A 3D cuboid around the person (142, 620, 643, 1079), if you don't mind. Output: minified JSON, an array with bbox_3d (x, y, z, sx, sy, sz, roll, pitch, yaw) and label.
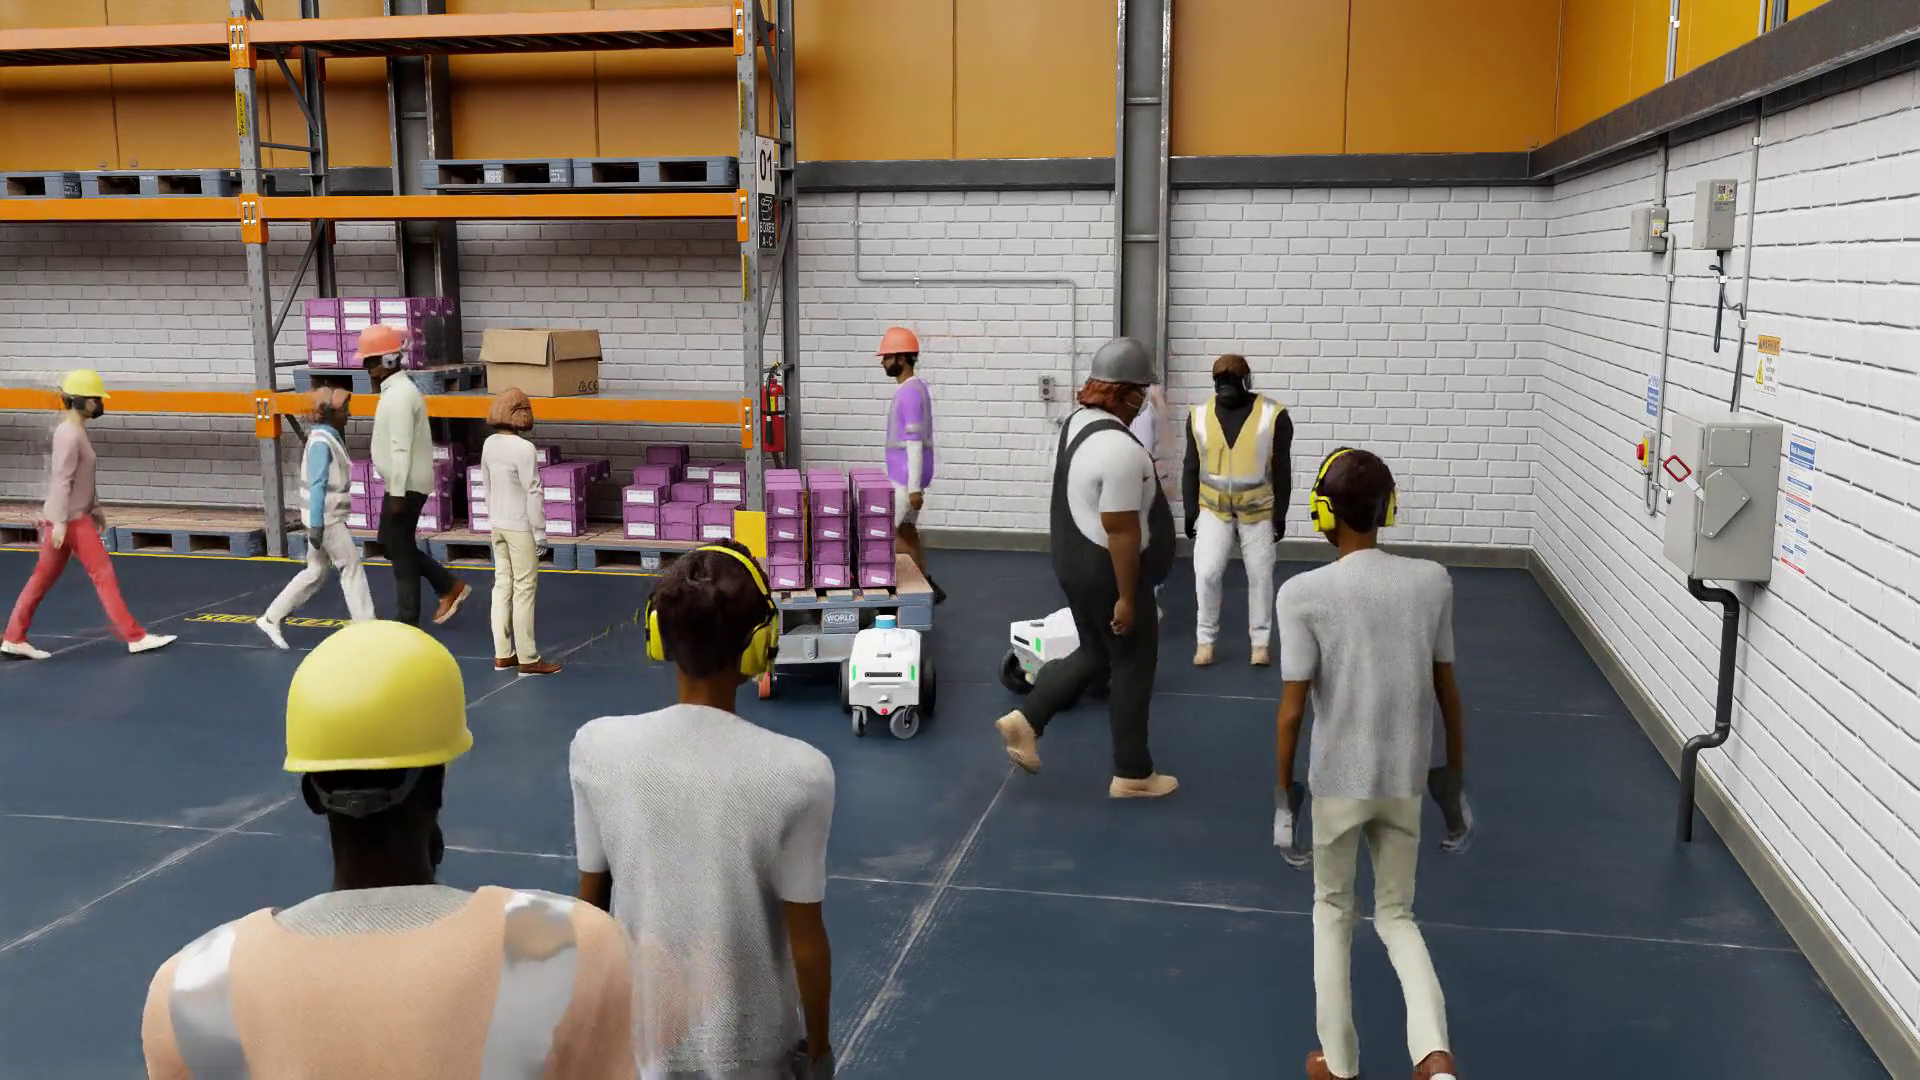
[{"bbox_3d":[-0.693,1.046,2.081,0.586,1.892,0.915,0,9,-2],"label":"person"}]

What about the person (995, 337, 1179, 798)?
[{"bbox_3d":[0.586,0.121,7.178,0.723,2.000,0.697,-3,10,-16],"label":"person"}]

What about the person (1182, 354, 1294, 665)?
[{"bbox_3d":[1.580,-0.154,9.537,0.629,1.817,0.493,4,10,22],"label":"person"}]

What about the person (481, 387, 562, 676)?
[{"bbox_3d":[-2.505,-0.048,9.414,0.500,1.636,0.285,8,13,42],"label":"person"}]

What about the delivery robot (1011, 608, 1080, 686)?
[{"bbox_3d":[0.640,0.532,8.885,0.707,0.478,0.477,-4,10,-25],"label":"delivery robot"}]

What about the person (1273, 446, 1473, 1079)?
[{"bbox_3d":[1.118,0.688,4.389,0.557,1.834,0.629,-1,10,-8],"label":"person"}]

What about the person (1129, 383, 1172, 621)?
[{"bbox_3d":[1.085,-0.300,10.392,0.460,1.824,0.622,3,10,16],"label":"person"}]

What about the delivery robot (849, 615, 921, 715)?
[{"bbox_3d":[-0.371,0.621,8.353,0.477,0.478,0.707,0,9,0],"label":"delivery robot"}]

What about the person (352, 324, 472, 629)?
[{"bbox_3d":[-3.382,-0.341,10.203,0.576,1.961,0.645,-4,10,-24],"label":"person"}]

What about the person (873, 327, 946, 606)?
[{"bbox_3d":[-0.368,-0.419,10.791,0.391,1.917,0.550,1,9,3],"label":"person"}]

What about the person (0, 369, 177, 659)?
[{"bbox_3d":[-5.201,-0.139,9.741,0.930,1.708,0.527,-5,11,-26],"label":"person"}]

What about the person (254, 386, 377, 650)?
[{"bbox_3d":[-3.828,-0.119,9.923,0.805,1.602,0.520,-3,10,-17],"label":"person"}]

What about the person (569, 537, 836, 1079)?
[{"bbox_3d":[-0.477,0.920,2.950,0.526,1.846,0.749,2,10,9],"label":"person"}]
